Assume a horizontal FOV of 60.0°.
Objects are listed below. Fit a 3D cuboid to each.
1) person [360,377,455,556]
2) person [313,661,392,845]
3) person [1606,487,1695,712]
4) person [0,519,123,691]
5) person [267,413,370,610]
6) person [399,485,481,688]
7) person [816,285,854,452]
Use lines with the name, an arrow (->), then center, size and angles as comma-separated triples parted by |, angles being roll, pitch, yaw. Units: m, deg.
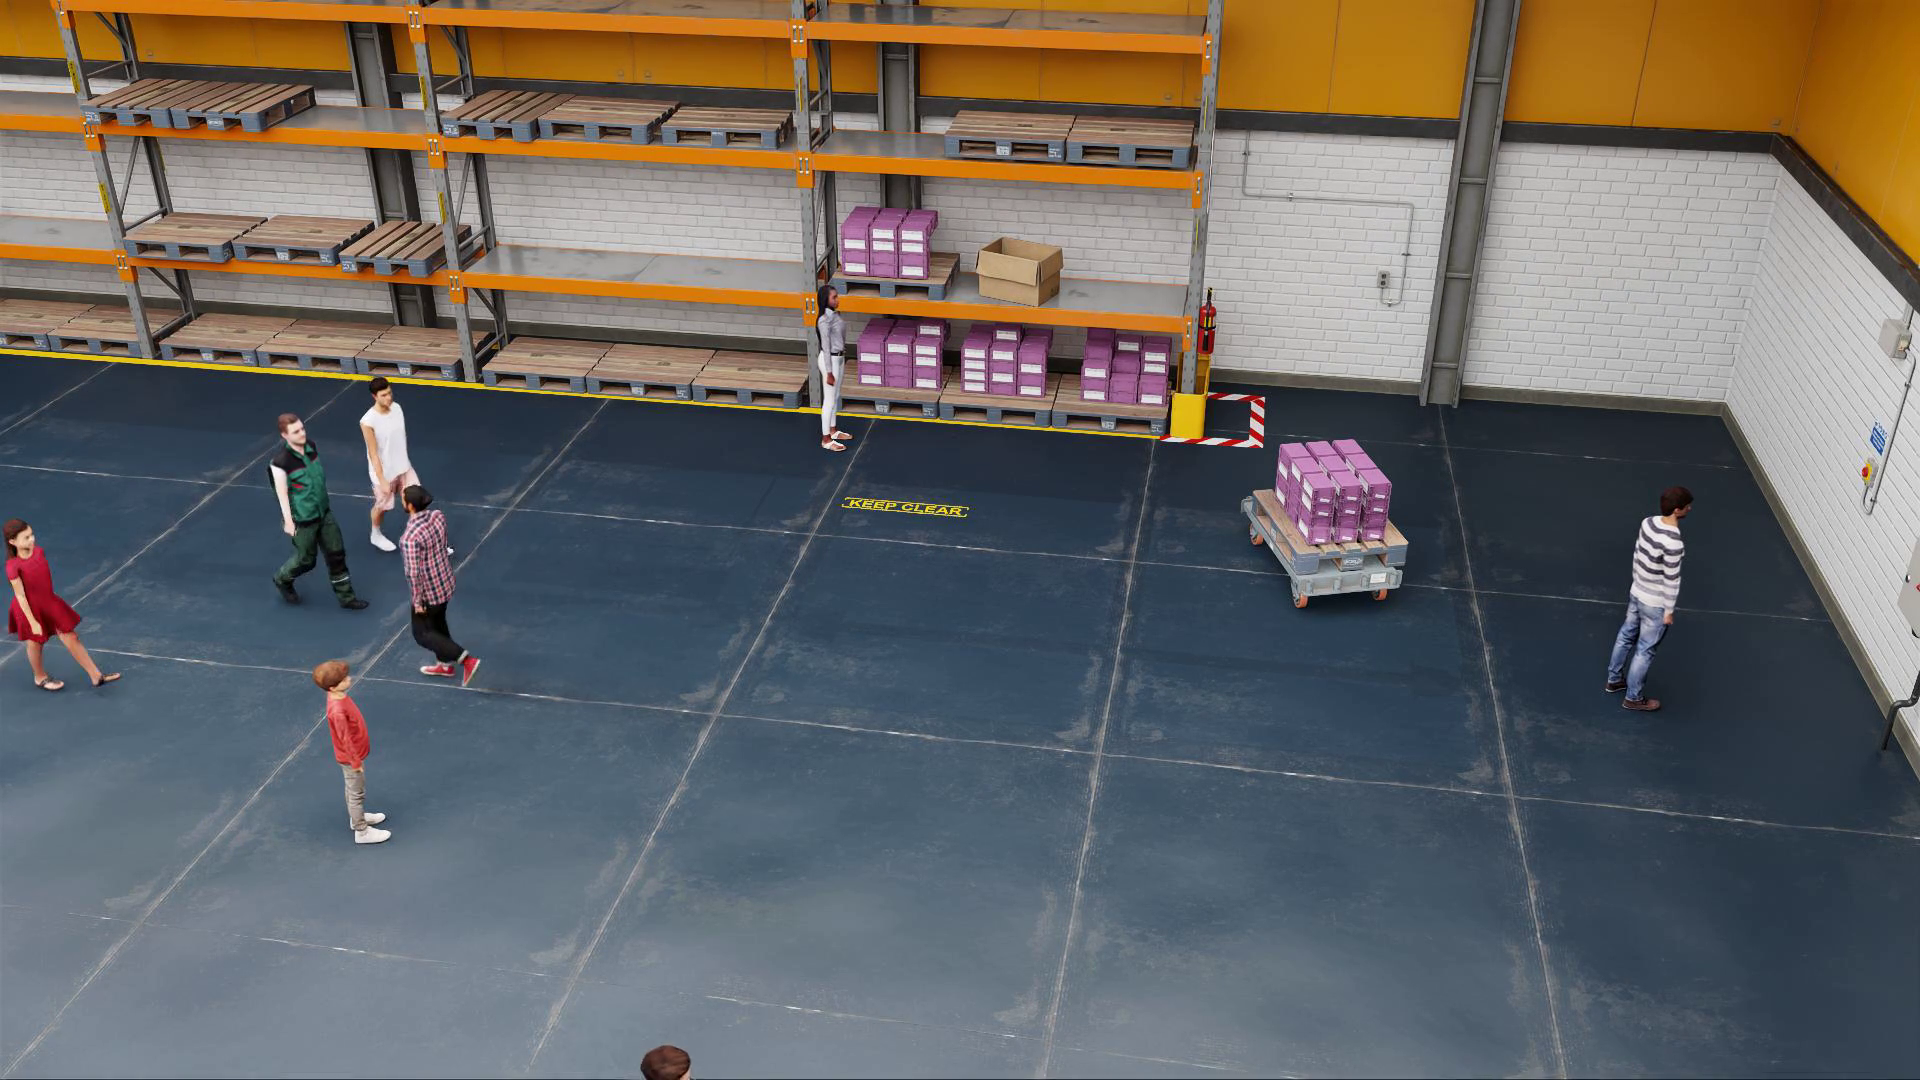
person -> -5.139, -0.629, 14.817 | 1.210, 1.734, 0.877 | 15, 32, 25
person -> -4.179, 1.434, 11.367 | 0.635, 1.416, 0.601 | -12, 31, -20
person -> 5.301, 0.426, 12.760 | 0.650, 1.853, 0.716 | -5, 29, -9
person -> -7.223, 0.523, 12.925 | 0.979, 1.523, 0.610 | 7, 29, 13
person -> -5.544, -0.224, 13.989 | 1.153, 1.817, 0.778 | 10, 30, 18
person -> -4.067, 0.372, 12.971 | 0.864, 1.745, 0.718 | 7, 29, 13
person -> -1.302, -1.778, 16.933 | 0.507, 1.725, 0.596 | 6, 29, 10
